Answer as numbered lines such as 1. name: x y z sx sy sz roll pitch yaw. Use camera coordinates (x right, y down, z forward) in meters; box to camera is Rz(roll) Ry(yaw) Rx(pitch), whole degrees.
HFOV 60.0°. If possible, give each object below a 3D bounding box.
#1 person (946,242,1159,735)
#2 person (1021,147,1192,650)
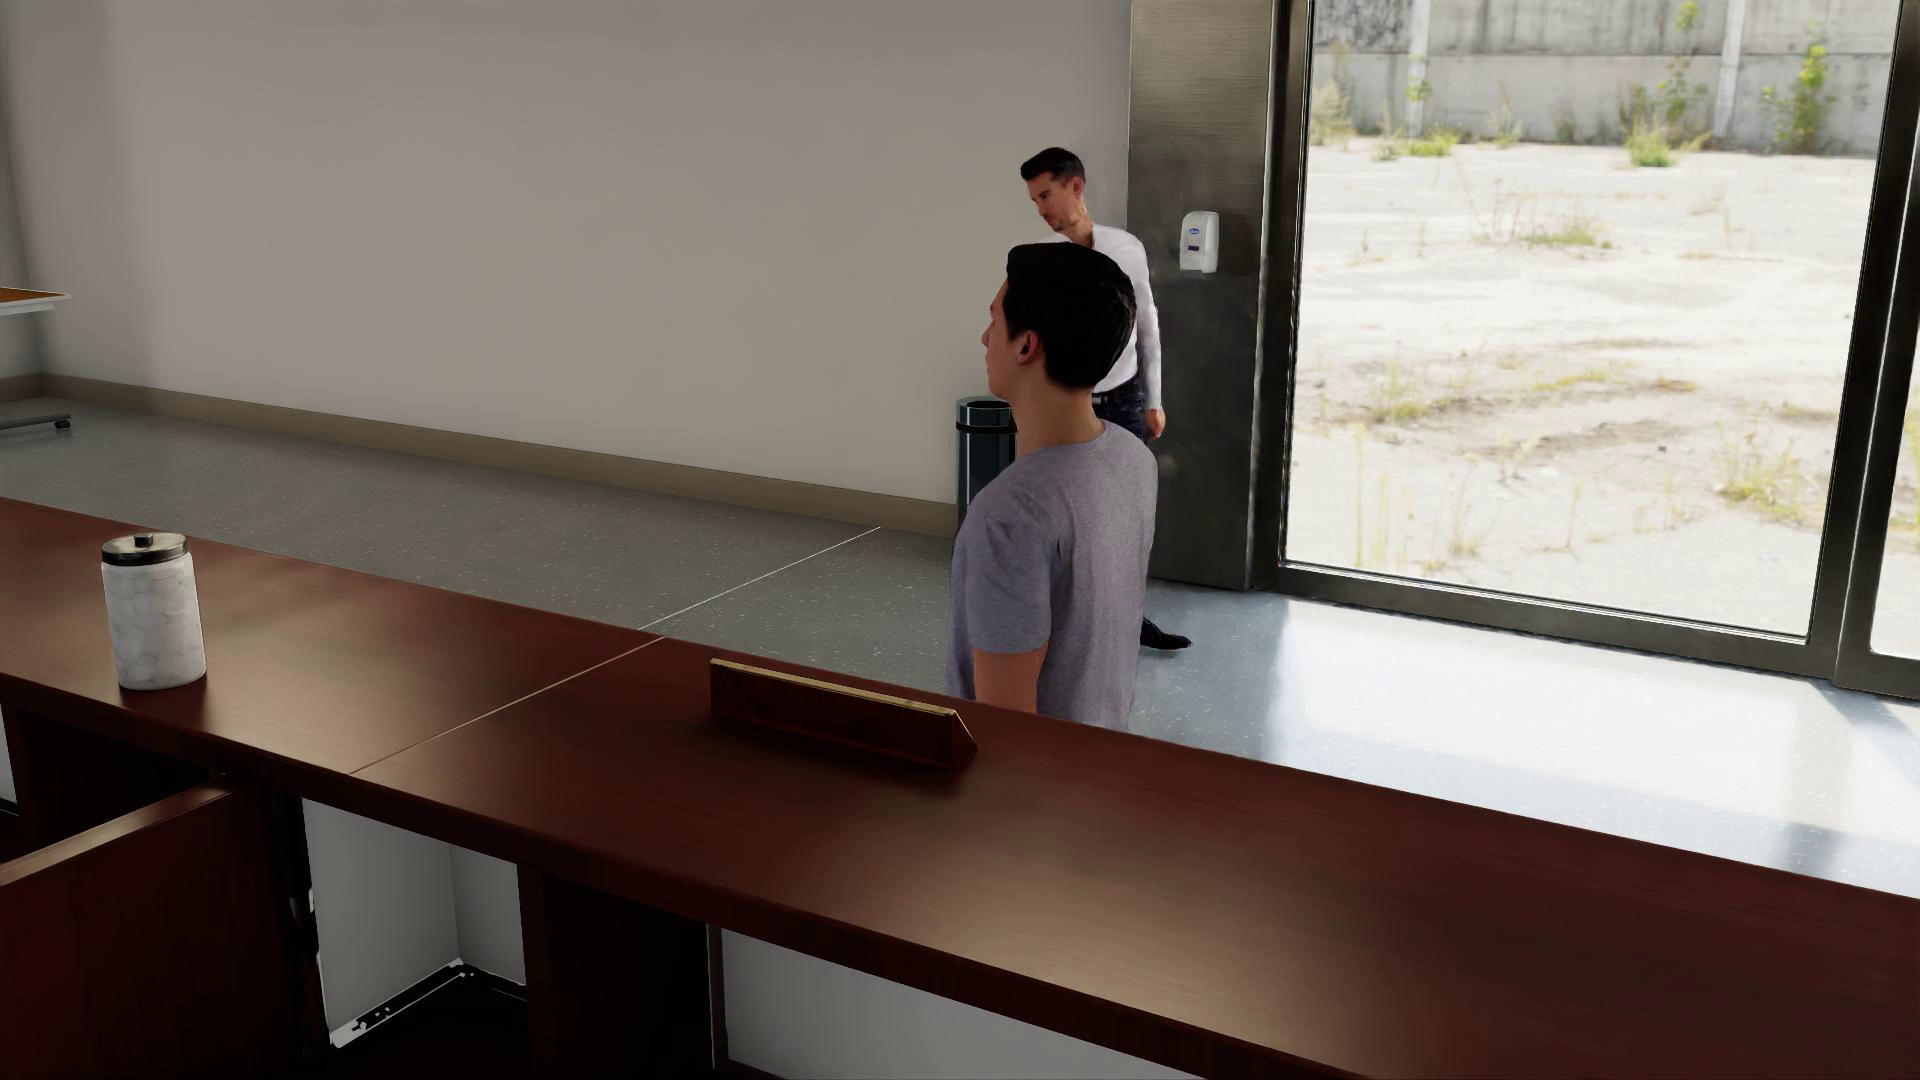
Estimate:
1. person: 0.198 0.479 2.642 0.729 1.849 0.839 10 18 31
2. person: 0.532 -0.474 5.984 0.910 1.830 0.854 -5 16 -16
